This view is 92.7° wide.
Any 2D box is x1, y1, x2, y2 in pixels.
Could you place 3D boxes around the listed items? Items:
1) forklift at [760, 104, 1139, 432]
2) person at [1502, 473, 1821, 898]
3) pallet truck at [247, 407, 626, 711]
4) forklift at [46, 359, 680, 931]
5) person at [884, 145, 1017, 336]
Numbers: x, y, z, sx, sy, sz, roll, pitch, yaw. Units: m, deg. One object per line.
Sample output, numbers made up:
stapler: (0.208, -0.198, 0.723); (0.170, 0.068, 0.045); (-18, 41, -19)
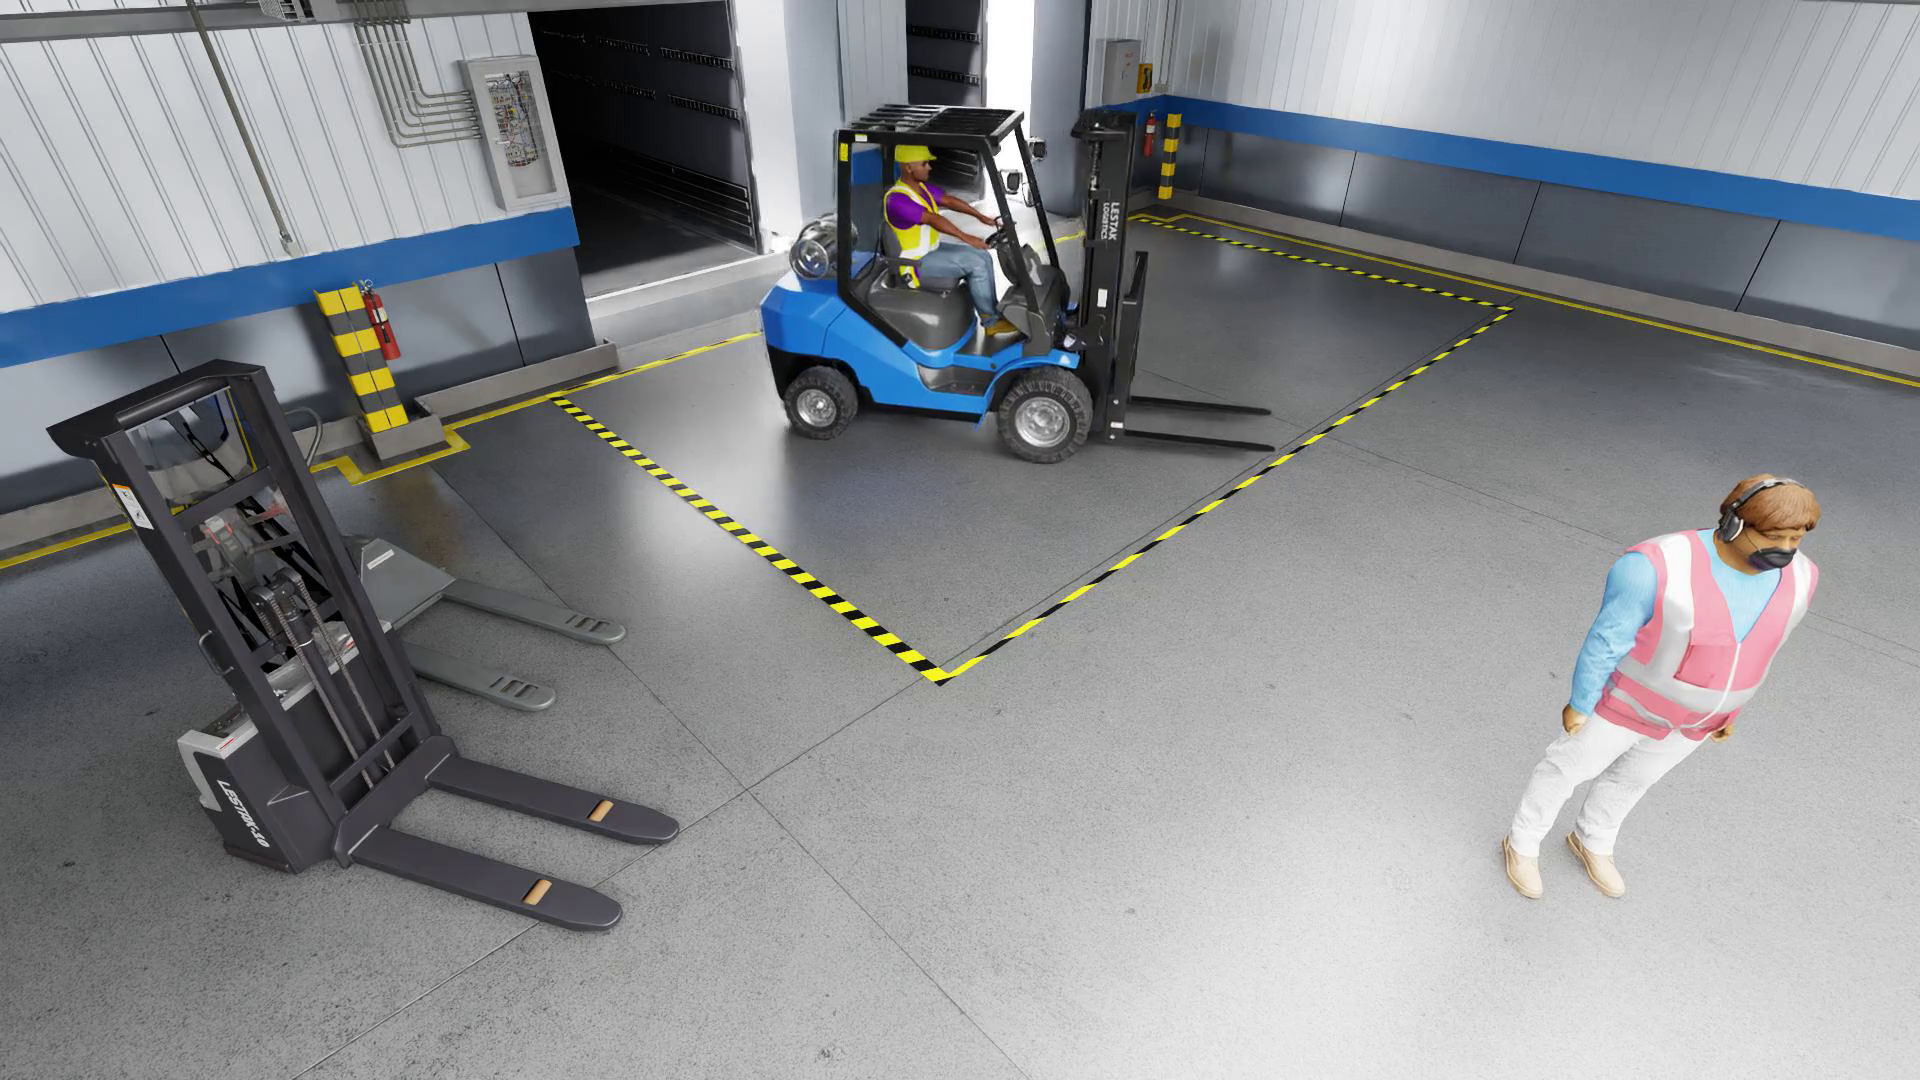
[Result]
forklift: (-0.058, -1.951, 6.528); (2.680, 2.036, 1.157); (8, 35, 11)
person: (2.464, 0.585, 3.250); (0.619, 1.845, 0.431); (1, 34, 2)
pallet truck: (-2.628, 0.038, 4.590); (1.601, 1.201, 0.680); (12, 36, 18)
forklift: (-2.135, 0.422, 3.354); (1.885, 1.965, 0.823); (10, 35, 14)
person: (-0.002, -2.094, 6.405); (1.004, 1.294, 0.635); (8, 35, 11)
